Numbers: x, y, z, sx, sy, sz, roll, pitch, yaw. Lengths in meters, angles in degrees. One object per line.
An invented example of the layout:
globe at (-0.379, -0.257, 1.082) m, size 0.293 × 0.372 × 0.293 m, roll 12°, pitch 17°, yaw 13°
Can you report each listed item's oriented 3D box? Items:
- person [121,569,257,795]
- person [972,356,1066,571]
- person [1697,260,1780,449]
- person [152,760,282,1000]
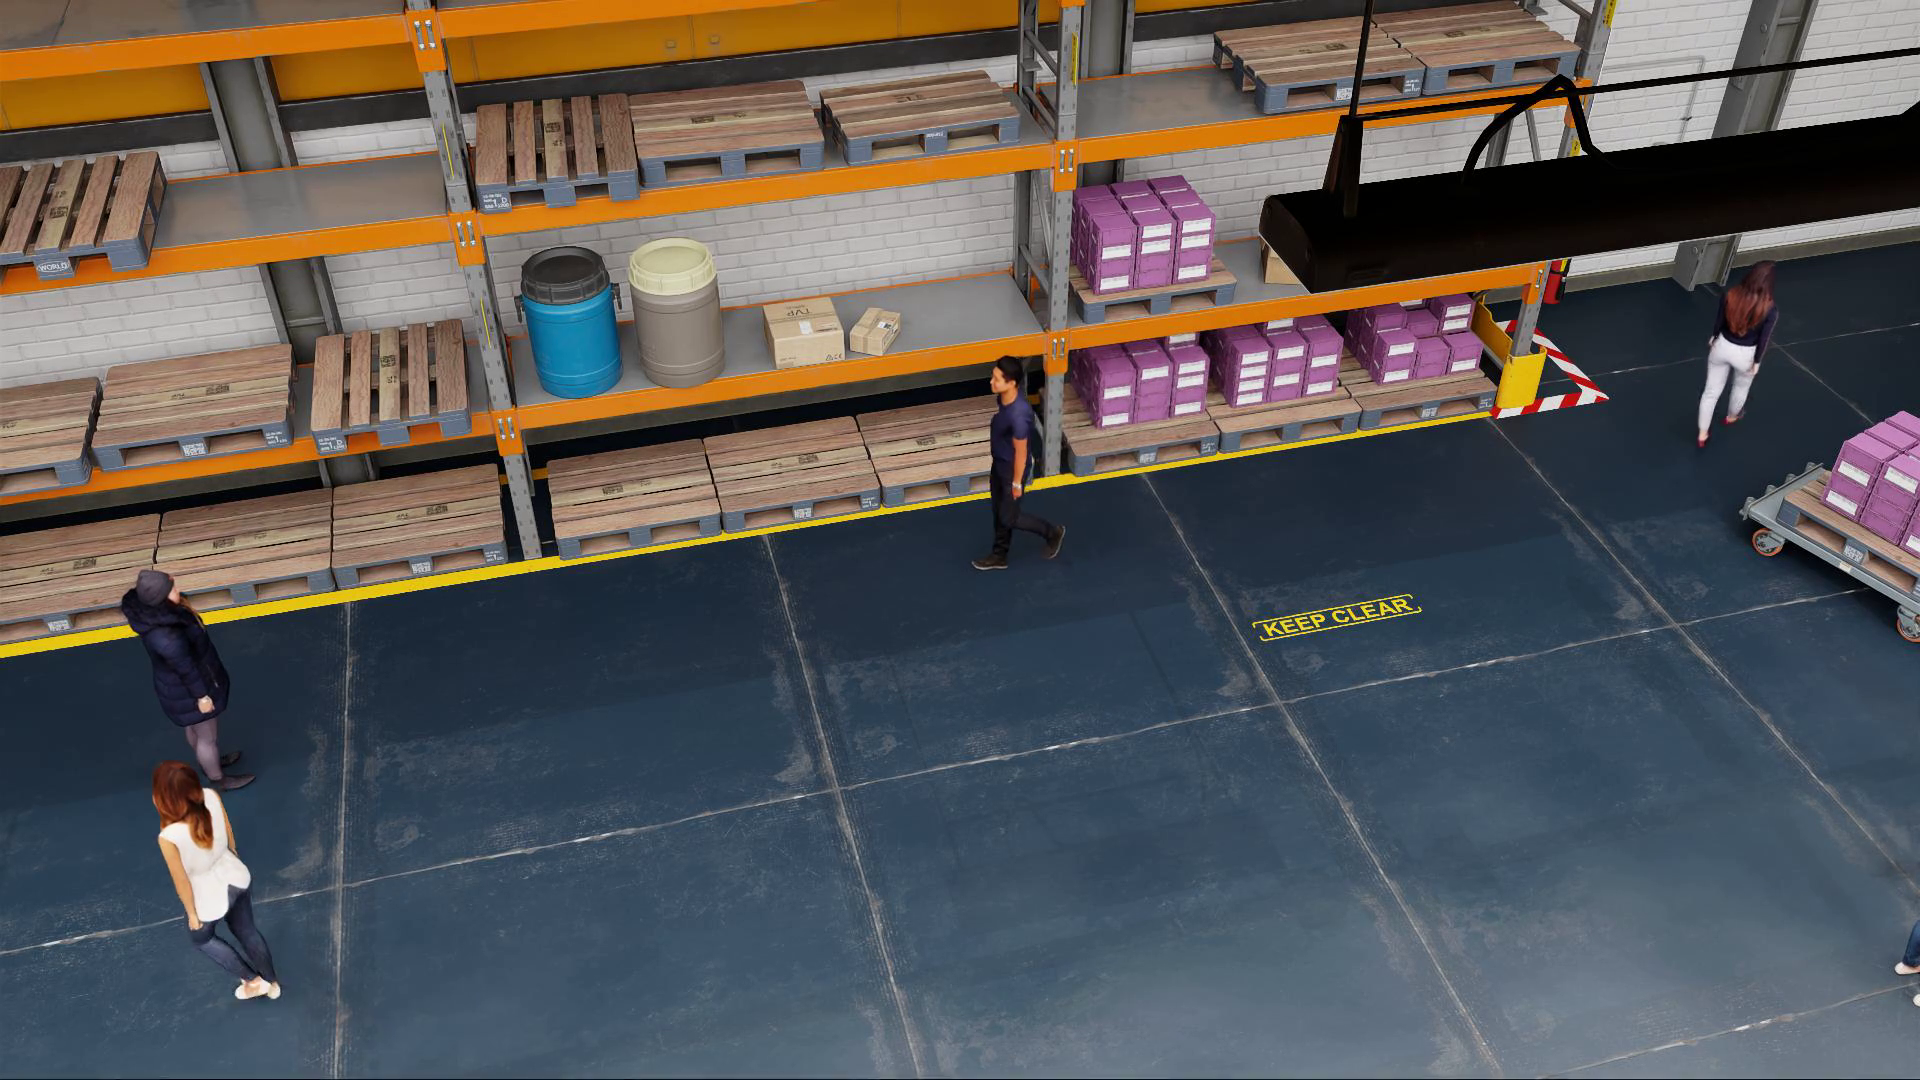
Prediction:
person at (-4.656, 0.843, 10.009) m, size 0.770 × 1.674 × 0.765 m, roll -25°, pitch 45°, yaw -28°
person at (0.435, -0.512, 11.620) m, size 0.890 × 1.781 × 0.648 m, roll -10°, pitch 40°, yaw -12°
person at (5.983, -1.409, 12.901) m, size 0.879 × 1.584 × 0.994 m, roll 27°, pitch 46°, yaw 30°
person at (-3.805, 1.848, 8.670) m, size 0.758 × 1.775 × 0.719 m, roll 14°, pitch 41°, yaw 17°
